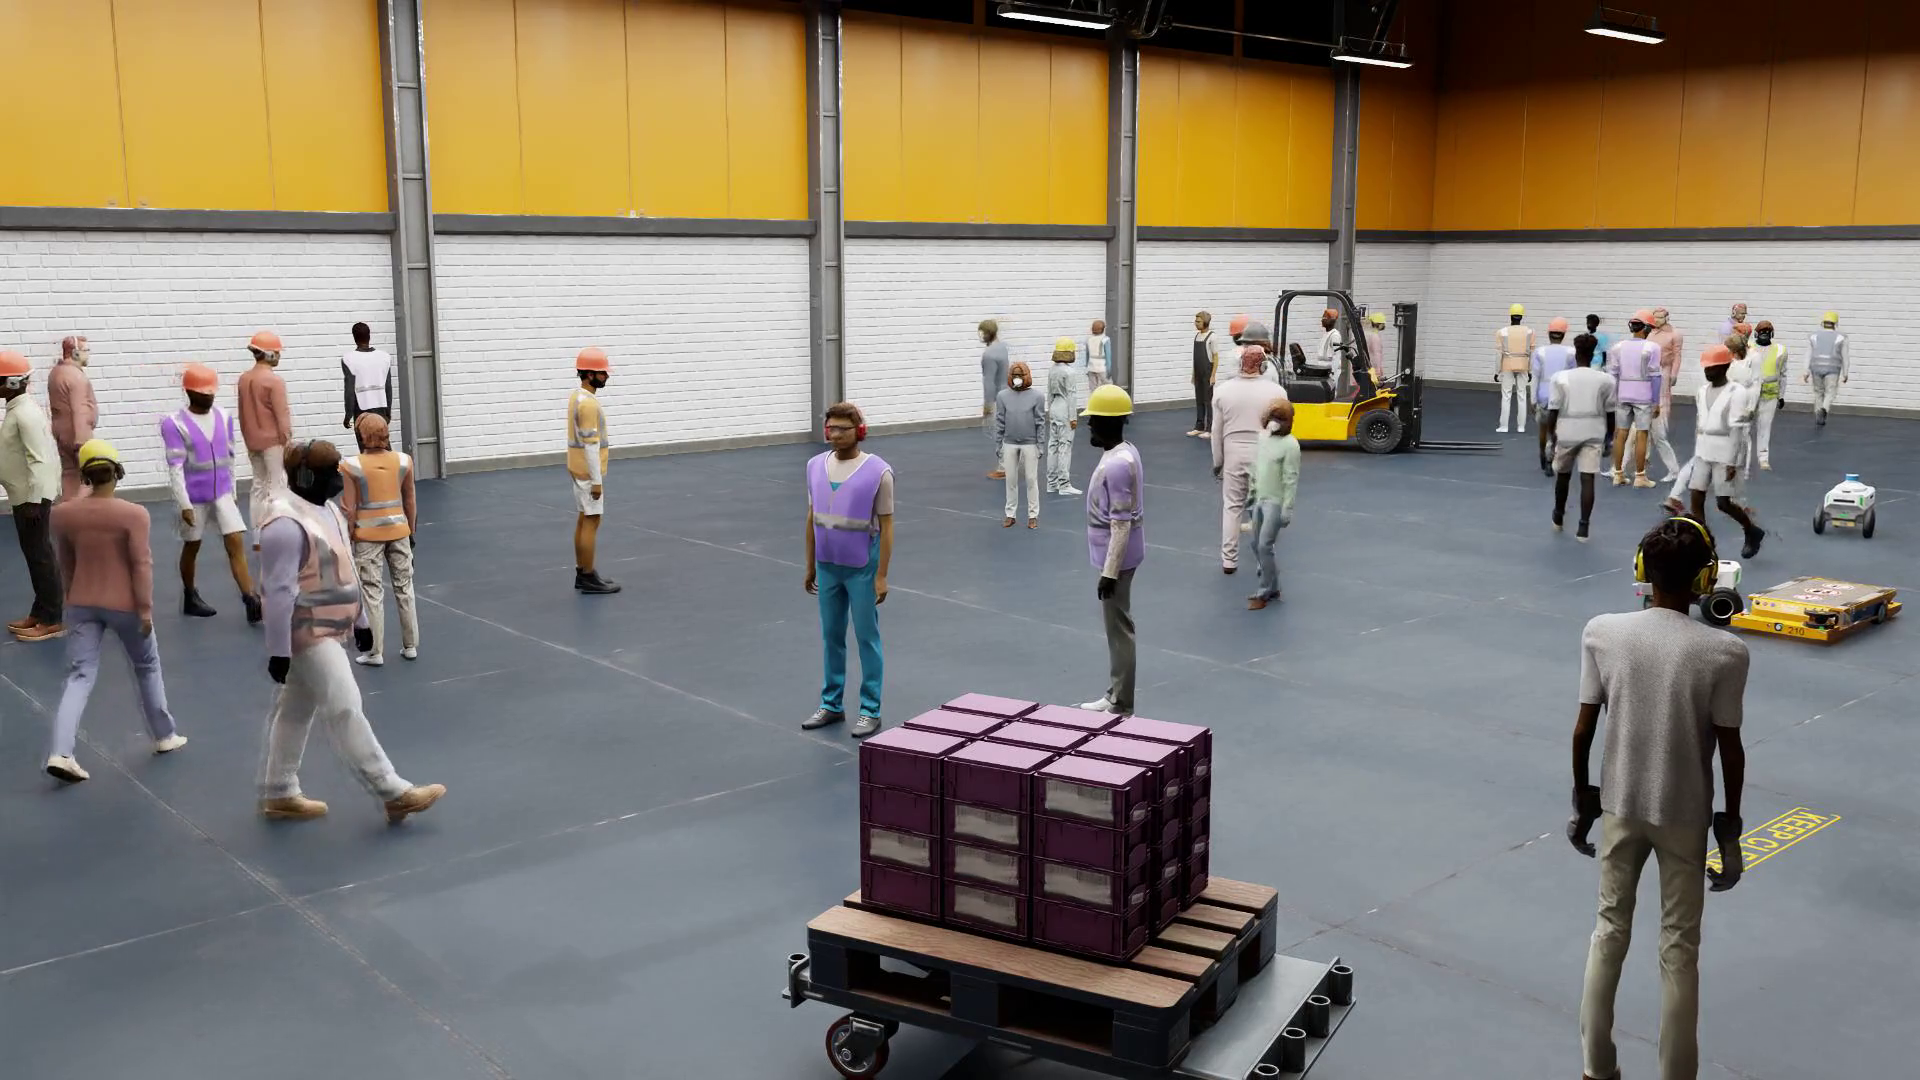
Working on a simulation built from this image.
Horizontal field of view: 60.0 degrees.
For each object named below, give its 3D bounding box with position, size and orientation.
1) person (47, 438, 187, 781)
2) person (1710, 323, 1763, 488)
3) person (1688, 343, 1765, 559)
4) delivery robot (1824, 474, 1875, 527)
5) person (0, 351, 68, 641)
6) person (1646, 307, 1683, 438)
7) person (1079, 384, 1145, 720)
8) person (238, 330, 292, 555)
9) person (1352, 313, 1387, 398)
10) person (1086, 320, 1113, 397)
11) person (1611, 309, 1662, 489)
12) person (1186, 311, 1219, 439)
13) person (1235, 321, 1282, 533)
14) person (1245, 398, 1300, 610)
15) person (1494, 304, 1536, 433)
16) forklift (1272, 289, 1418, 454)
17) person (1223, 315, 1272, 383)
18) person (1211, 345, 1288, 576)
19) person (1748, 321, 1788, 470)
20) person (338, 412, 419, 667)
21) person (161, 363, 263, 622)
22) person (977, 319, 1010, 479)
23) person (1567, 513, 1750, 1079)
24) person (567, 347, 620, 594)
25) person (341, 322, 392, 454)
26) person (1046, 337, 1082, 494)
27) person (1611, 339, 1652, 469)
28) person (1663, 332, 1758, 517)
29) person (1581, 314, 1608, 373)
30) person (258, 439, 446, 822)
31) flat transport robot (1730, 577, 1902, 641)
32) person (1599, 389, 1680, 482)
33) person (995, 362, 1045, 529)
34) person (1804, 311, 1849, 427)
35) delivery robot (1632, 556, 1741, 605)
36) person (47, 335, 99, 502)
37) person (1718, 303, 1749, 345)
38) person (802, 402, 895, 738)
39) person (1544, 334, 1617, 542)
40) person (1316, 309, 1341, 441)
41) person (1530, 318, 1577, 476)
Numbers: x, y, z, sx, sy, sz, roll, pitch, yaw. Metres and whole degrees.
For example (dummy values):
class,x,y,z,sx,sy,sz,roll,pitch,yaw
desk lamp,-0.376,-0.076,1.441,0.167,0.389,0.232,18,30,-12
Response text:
class,x,y,z,sx,sy,sz,roll,pitch,yaw
person,-4.397,0.348,8.492,0.525,1.723,0.886,0,10,2
person,8.848,-1.529,18.949,0.343,1.882,0.585,-2,10,-12
person,6.518,-0.727,14.188,0.721,1.910,0.554,-4,10,-22
delivery robot,8.483,-0.383,15.850,0.477,0.478,0.707,7,12,36
person,-6.442,-0.305,11.456,0.395,1.992,0.622,-7,12,-36
person,10.060,-2.410,24.045,0.404,1.908,0.636,-9,13,-41
person,0.847,0.094,9.316,0.374,1.928,0.584,1,10,7
person,-6.059,-0.844,14.623,0.622,1.990,0.402,7,12,34
person,6.668,-2.818,26.952,0.874,1.730,0.536,2,10,12
person,2.211,-2.685,26.435,0.548,1.625,0.390,9,13,43
person,7.704,-1.601,18.931,0.383,2.036,0.605,-7,12,-35
person,3.540,-2.392,24.124,0.332,1.842,0.508,-5,11,-27
person,2.773,-1.058,15.733,0.540,2.000,0.706,3,10,18
person,2.324,-0.269,12.414,0.371,1.599,0.591,-3,10,-18
person,8.253,-2.547,24.782,0.585,1.928,0.365,1,10,3
forklift,5.034,-2.339,22.783,2.313,2.155,1.214,3,10,16
person,3.133,-1.450,18.160,0.641,2.008,0.540,-6,11,-30
person,2.409,-0.654,13.762,0.652,1.906,0.403,4,11,23
person,9.889,-1.789,20.595,0.619,1.845,0.430,3,10,15
person,-3.739,-0.002,10.722,0.514,1.642,0.310,-9,13,-43
person,-5.365,-0.323,11.911,1.024,1.870,0.563,7,12,36
person,0.408,-1.642,19.563,0.433,1.907,0.657,1,10,8
person,2.122,0.847,5.079,0.523,1.870,0.317,8,13,40
person,-2.869,-0.538,13.017,0.382,1.933,0.542,-4,10,-21
person,-6.469,-1.417,18.206,0.397,1.915,0.587,8,12,37
person,1.159,-1.379,18.482,0.300,1.743,0.493,-5,11,-28
person,8.390,-1.681,20.635,0.558,1.626,0.346,9,13,41
person,7.574,-1.139,16.685,1.026,1.895,0.639,-3,10,-16
person,10.448,-2.920,27.704,0.769,1.664,0.543,-3,10,-18
person,-2.859,0.431,7.705,0.919,1.798,0.659,-1,10,-5
flat transport robot,6.161,0.475,11.931,1.431,0.197,0.652,-9,13,-42
person,8.040,-1.466,19.446,0.889,1.590,0.510,0,10,2
person,0.584,-0.917,16.131,0.501,1.626,0.282,3,10,17
person,13.257,-2.602,25.476,0.614,1.807,0.672,8,12,39
delivery robot,5.284,0.255,12.115,0.707,0.478,0.477,3,10,18
person,-8.374,-0.993,15.805,0.661,1.894,0.416,8,13,41
person,12.151,-2.758,26.100,0.639,1.902,0.407,-8,12,-37
person,-0.613,0.156,9.201,0.566,1.844,0.387,6,11,31
person,5.821,-0.978,15.632,0.630,1.907,1.007,3,10,16
person,5.275,-2.365,23.842,0.349,1.884,0.584,0,10,-2
person,7.209,-1.736,20.193,0.546,1.884,1.009,4,10,22
